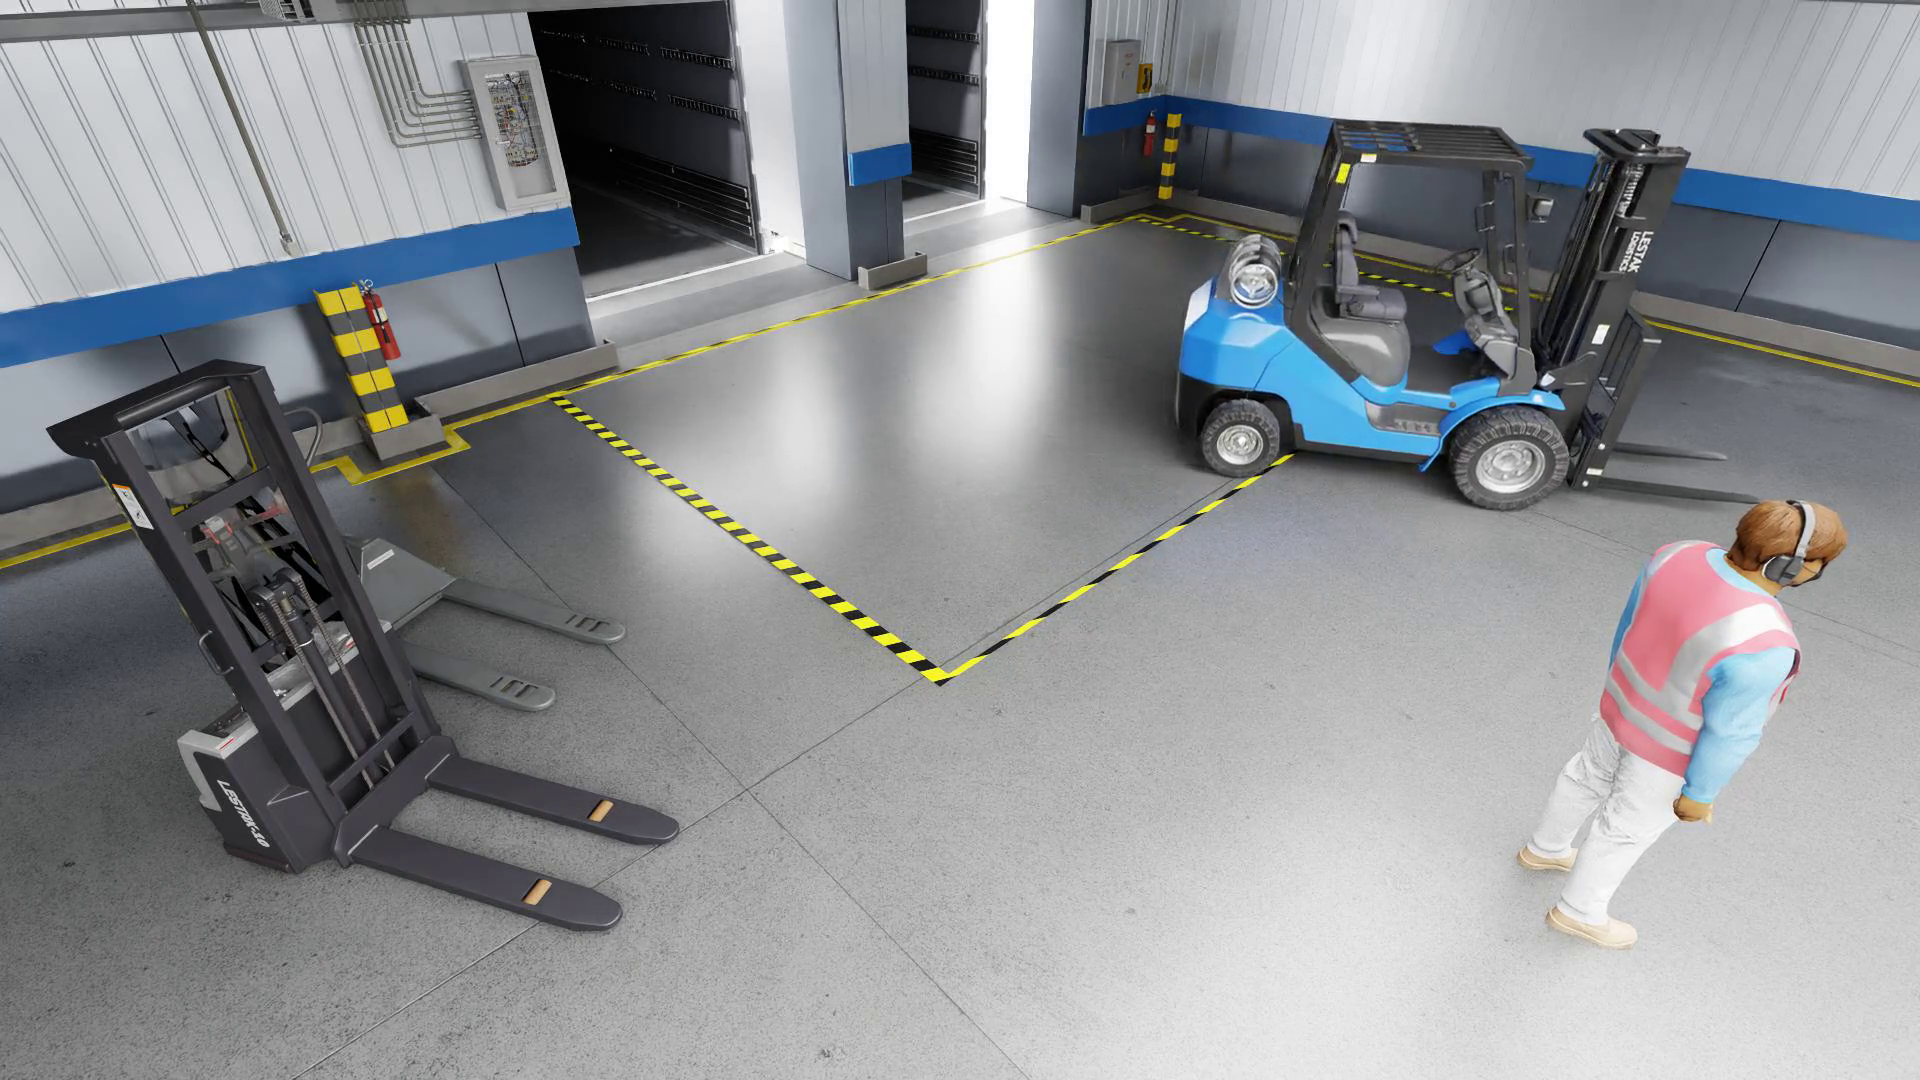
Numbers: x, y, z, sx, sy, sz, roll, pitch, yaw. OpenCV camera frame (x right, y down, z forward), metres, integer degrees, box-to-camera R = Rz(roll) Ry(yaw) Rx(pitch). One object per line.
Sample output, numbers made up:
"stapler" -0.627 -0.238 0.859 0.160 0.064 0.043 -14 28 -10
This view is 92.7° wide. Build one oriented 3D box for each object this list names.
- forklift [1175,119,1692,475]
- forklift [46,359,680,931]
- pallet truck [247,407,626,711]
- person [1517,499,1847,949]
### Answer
"forklift" 2.897 -1.615 6.034 2.680 2.036 1.157 9 35 13
"forklift" -2.135 0.422 3.354 1.885 1.965 0.823 10 35 14
"pallet truck" -2.628 0.038 4.590 1.601 1.201 0.680 12 36 18
"person" 2.425 0.656 3.147 0.429 1.841 0.635 5 34 7
